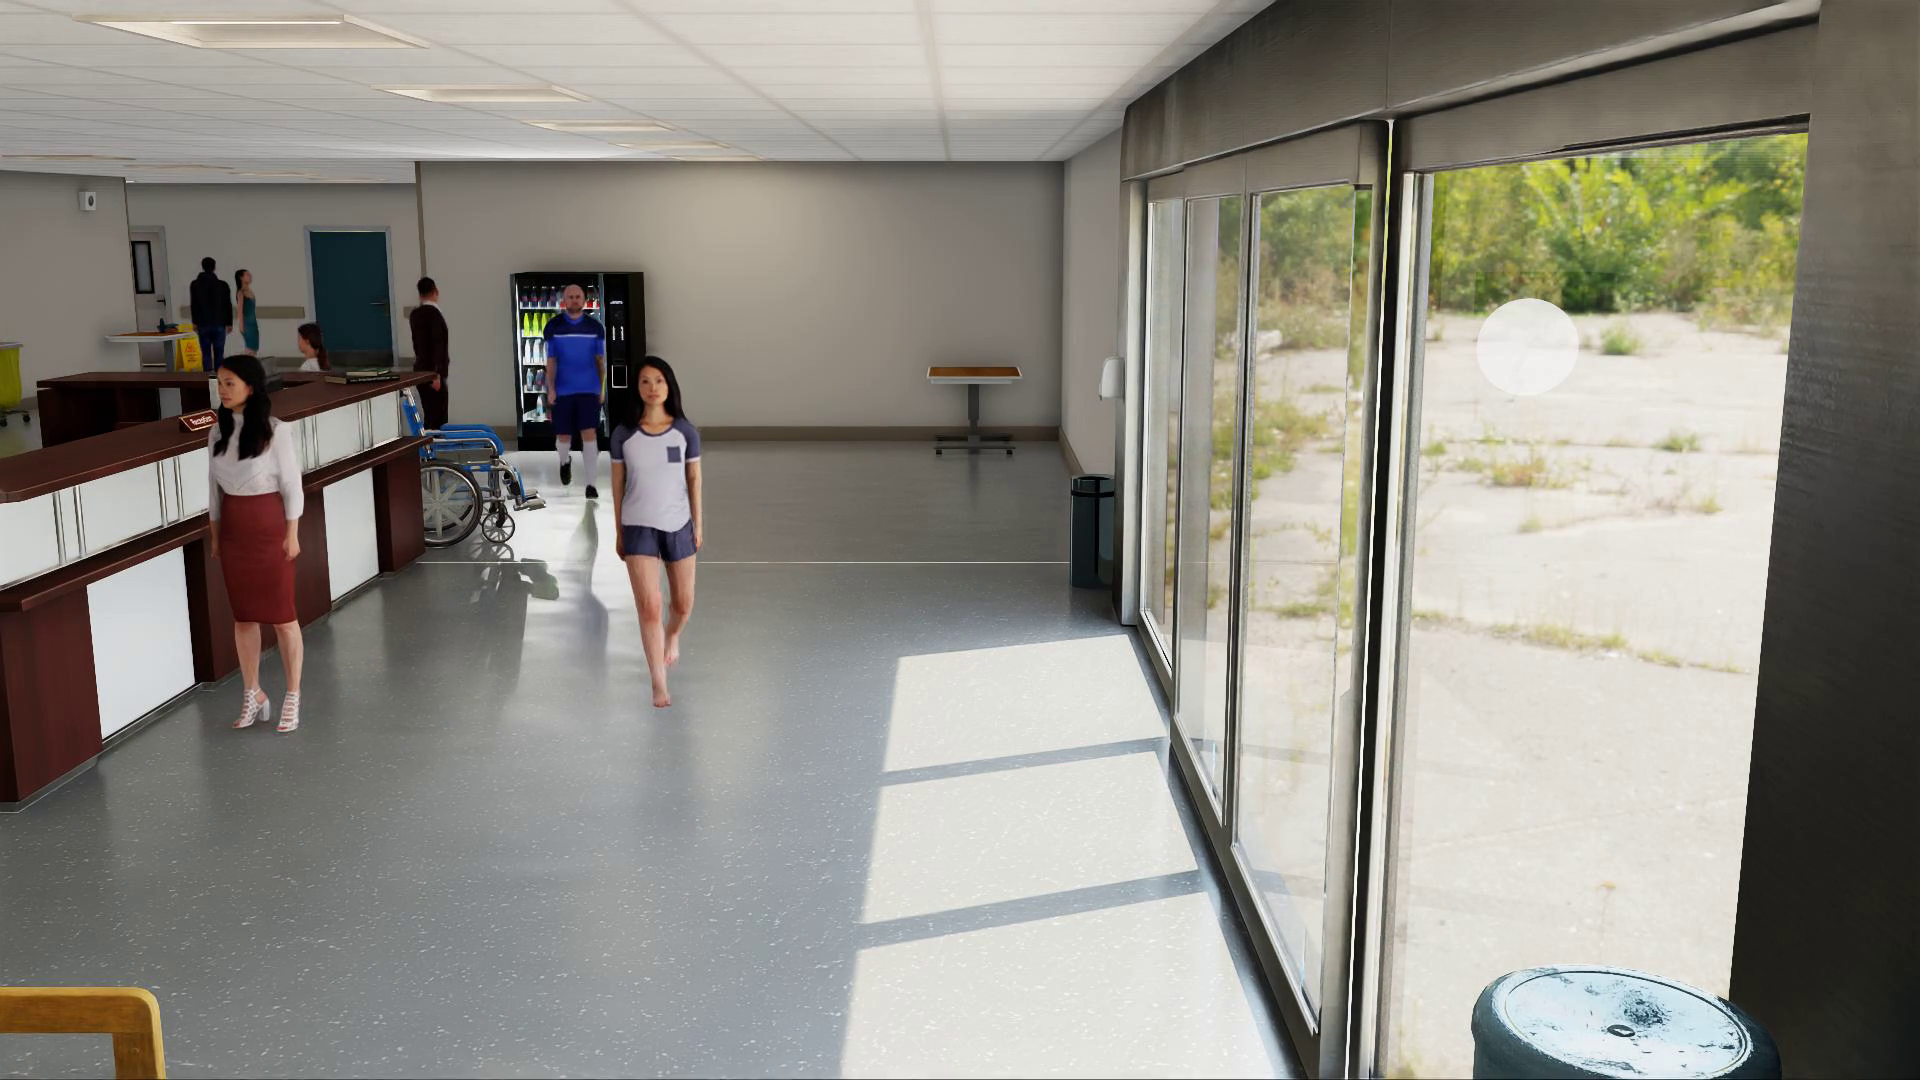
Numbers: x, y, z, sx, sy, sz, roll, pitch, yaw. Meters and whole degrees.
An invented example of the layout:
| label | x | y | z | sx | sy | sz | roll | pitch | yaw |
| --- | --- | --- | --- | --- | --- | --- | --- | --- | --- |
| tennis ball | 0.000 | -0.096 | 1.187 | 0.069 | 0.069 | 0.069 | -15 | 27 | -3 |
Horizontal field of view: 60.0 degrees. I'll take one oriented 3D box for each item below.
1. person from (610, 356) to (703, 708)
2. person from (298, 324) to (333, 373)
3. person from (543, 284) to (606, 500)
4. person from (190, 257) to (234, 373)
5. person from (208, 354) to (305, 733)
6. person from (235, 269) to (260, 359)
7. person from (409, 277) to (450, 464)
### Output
| label | x | y | z | sx | sy | sz | roll | pitch | yaw |
| --- | --- | --- | --- | --- | --- | --- | --- | --- | --- |
| person | -1.493 | -0.057 | 8.254 | 0.980 | 1.686 | 0.802 | -3 | 11 | -13 |
| person | -5.093 | -0.944 | 13.346 | 1.040 | 1.530 | 0.583 | 1 | 11 | 4 |
| person | -3.291 | -1.267 | 14.258 | 1.012 | 1.824 | 0.909 | -3 | 11 | -17 |
| person | -10.415 | -2.977 | 23.139 | 0.705 | 1.874 | 0.835 | -4 | 12 | -21 |
| person | -3.238 | 0.022 | 7.663 | 0.524 | 1.750 | 0.707 | 2 | 11 | 12 |
| person | -10.523 | -3.122 | 24.424 | 0.663 | 1.678 | 0.543 | 0 | 11 | 2 |
| person | -4.978 | -1.532 | 15.614 | 0.948 | 1.839 | 0.930 | -6 | 12 | -30 |
